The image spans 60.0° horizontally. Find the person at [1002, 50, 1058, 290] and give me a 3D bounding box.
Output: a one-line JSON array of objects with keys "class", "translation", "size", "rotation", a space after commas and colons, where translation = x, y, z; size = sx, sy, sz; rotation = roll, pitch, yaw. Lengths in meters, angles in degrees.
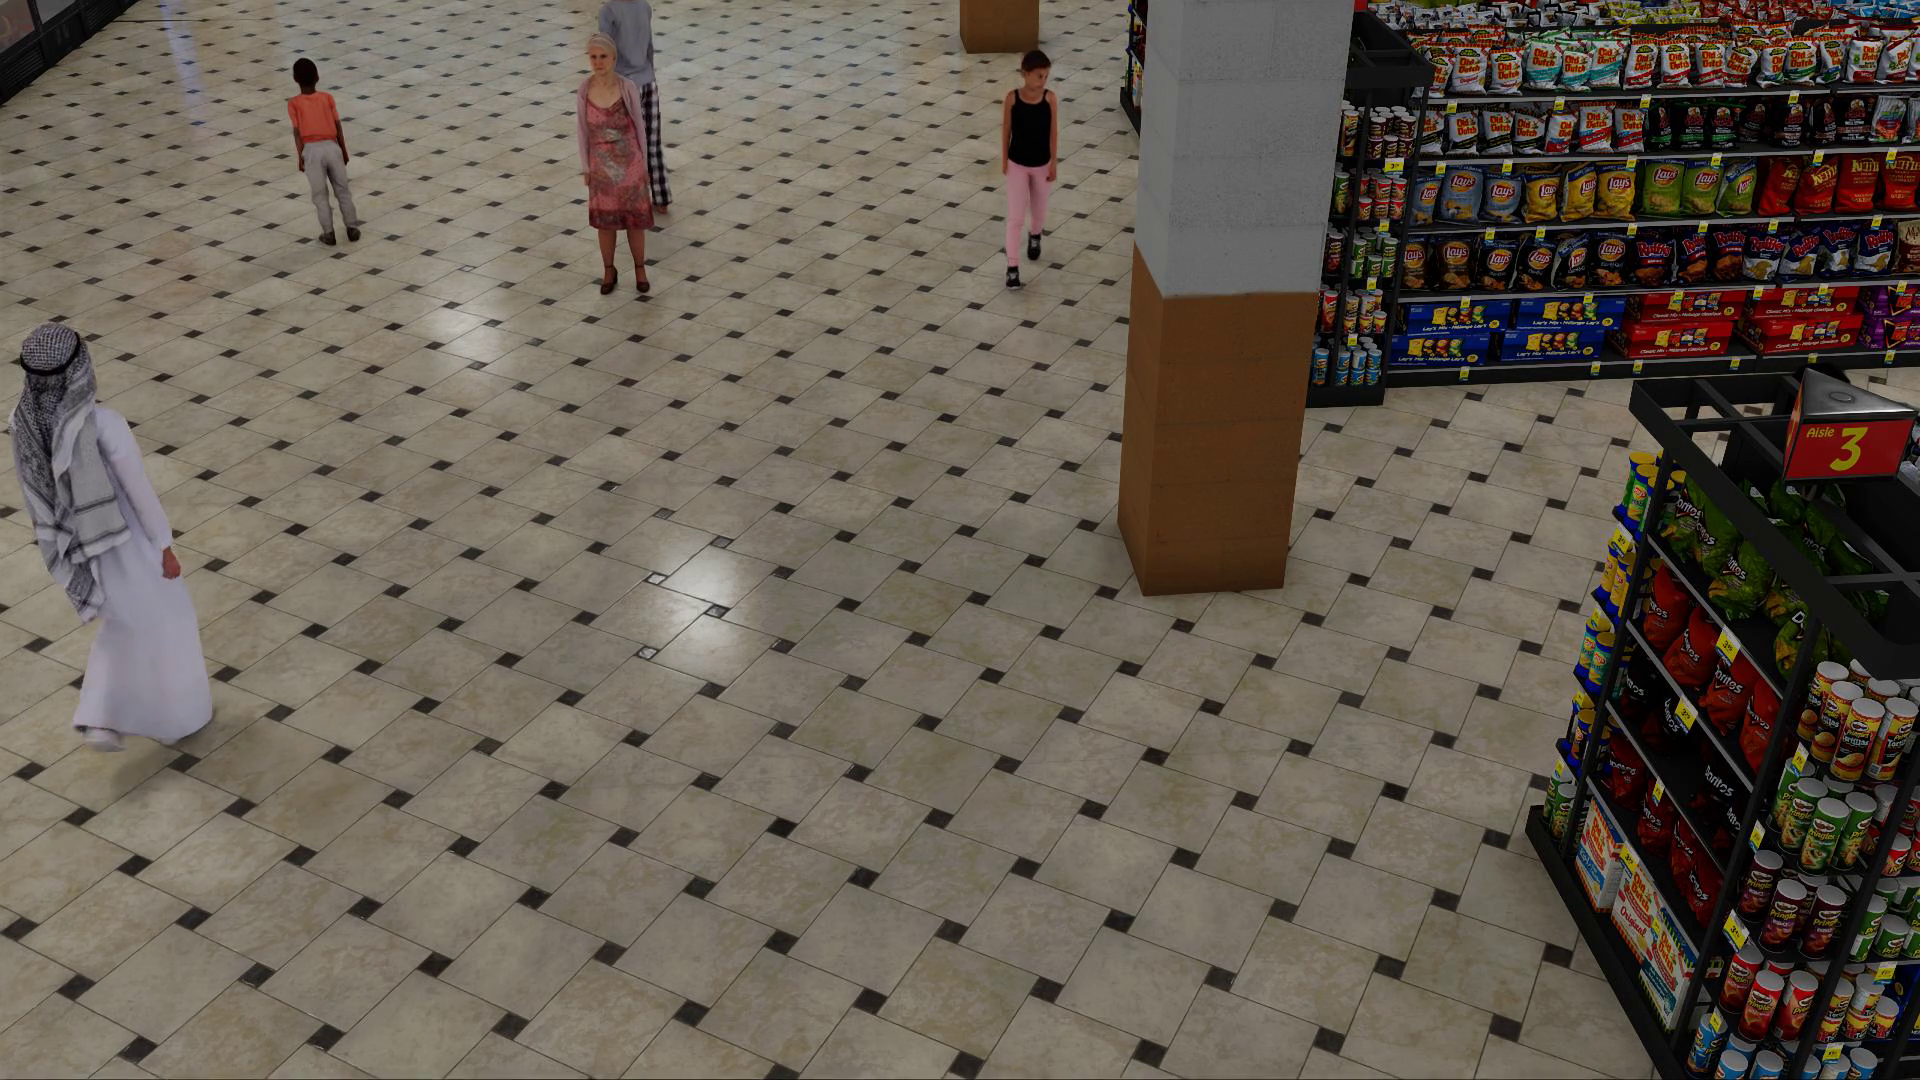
[{"class": "person", "translation": [0.462, -2.486, 11.021], "size": [0.905, 1.532, 0.562], "rotation": [-1, 32, -2]}]

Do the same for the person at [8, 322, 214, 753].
[{"class": "person", "translation": [-3.374, 0.095, 6.517], "size": [0.906, 1.908, 0.891], "rotation": [7, 32, 10]}]

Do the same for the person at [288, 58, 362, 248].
[{"class": "person", "translation": [-4.438, -2.694, 11.566], "size": [0.509, 1.310, 0.617], "rotation": [-16, 35, -24]}]

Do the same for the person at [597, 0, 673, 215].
[{"class": "person", "translation": [-2.295, -3.218, 11.918], "size": [1.036, 1.828, 0.984], "rotation": [26, 40, 35]}]

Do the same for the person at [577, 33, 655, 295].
[{"class": "person", "translation": [-2.236, -2.430, 10.782], "size": [0.495, 1.690, 0.629], "rotation": [-3, 32, -4]}]
